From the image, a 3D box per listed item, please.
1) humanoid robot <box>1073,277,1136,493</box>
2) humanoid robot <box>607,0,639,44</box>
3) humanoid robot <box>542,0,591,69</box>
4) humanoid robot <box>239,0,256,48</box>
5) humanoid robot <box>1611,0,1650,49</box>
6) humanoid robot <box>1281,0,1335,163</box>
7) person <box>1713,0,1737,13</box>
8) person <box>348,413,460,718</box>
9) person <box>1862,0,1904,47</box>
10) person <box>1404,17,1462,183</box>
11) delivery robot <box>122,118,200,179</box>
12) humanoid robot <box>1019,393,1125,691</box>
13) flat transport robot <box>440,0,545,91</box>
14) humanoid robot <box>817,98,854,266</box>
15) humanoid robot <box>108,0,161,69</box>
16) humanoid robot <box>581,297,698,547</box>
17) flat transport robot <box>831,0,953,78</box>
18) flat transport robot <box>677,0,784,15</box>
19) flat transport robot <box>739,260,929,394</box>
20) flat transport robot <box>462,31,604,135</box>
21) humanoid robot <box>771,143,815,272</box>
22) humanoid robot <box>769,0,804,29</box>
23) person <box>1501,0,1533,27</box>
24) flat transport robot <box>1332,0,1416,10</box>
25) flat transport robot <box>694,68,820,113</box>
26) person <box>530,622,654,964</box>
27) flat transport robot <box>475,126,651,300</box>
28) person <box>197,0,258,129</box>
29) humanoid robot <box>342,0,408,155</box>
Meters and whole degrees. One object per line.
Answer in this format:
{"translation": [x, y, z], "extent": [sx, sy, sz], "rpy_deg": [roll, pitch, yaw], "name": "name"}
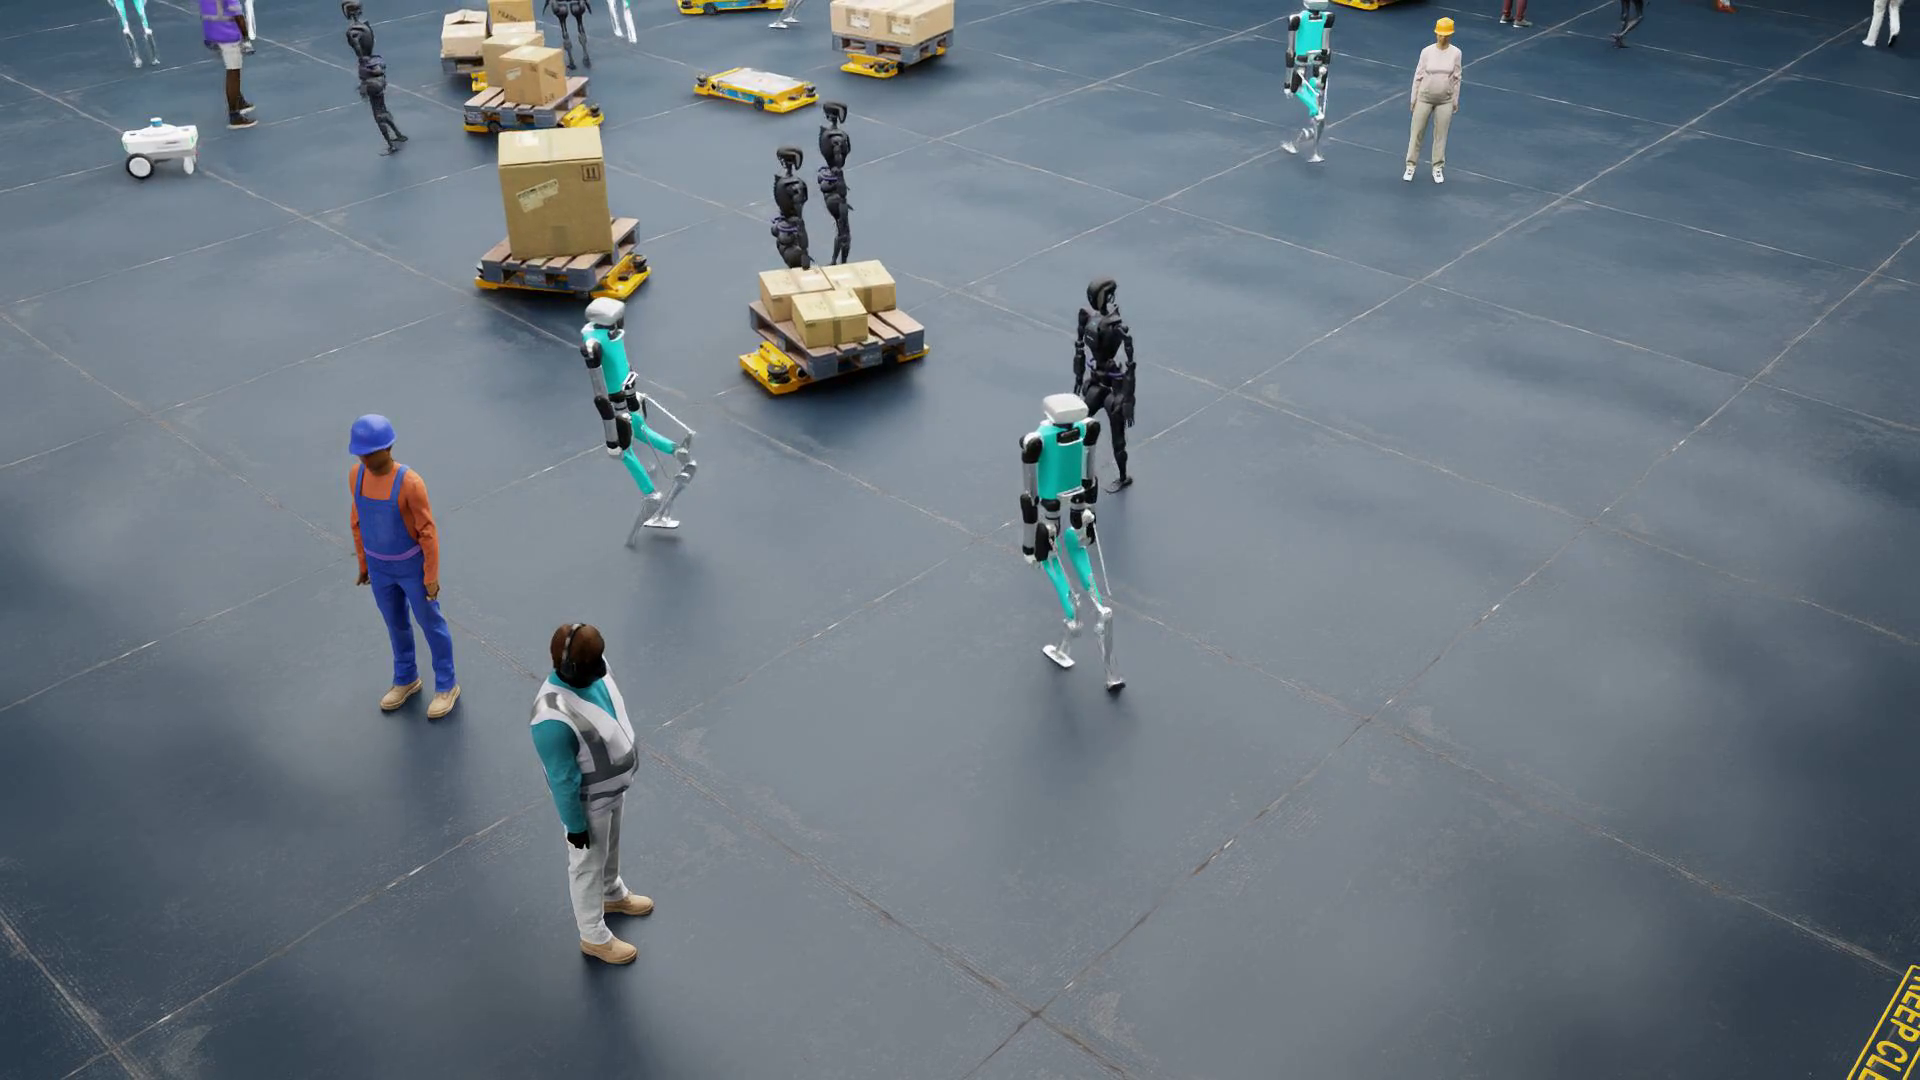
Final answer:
{"translation": [1.004, -1.054, 11.529], "extent": [0.534, 1.639, 0.609], "rpy_deg": [-24, 39, -33], "name": "humanoid robot"}
{"translation": [-4.429, -7.323, 21.570], "extent": [0.548, 1.764, 0.907], "rpy_deg": [-11, 33, -17], "name": "humanoid robot"}
{"translation": [-4.876, -6.680, 20.571], "extent": [0.603, 1.656, 0.337], "rpy_deg": [-11, 34, -18], "name": "humanoid robot"}
{"translation": [-9.377, -7.201, 21.387], "extent": [0.564, 1.804, 0.808], "rpy_deg": [0, 32, 1], "name": "humanoid robot"}
{"translation": [8.586, -7.114, 21.280], "extent": [0.417, 1.648, 0.600], "rpy_deg": [-14, 34, -21], "name": "humanoid robot"}
{"translation": [3.757, -4.763, 17.480], "extent": [0.548, 1.768, 1.040], "rpy_deg": [-12, 34, -19], "name": "humanoid robot"}
{"translation": [10.730, -8.151, 22.814], "extent": [0.537, 1.817, 0.423], "rpy_deg": [-15, 35, -23], "name": "person"}
{"translation": [-3.163, 0.142, 9.370], "extent": [0.515, 1.911, 0.362], "rpy_deg": [9, 33, 14], "name": "person"}
{"translation": [11.990, -7.126, 21.334], "extent": [0.535, 1.624, 0.429], "rpy_deg": [1, 32, 2], "name": "person"}
{"translation": [4.874, -4.511, 17.070], "extent": [0.482, 1.694, 0.335], "rpy_deg": [6, 32, 9], "name": "person"}
{"translation": [-8.457, -4.139, 17.566], "extent": [0.785, 0.614, 0.508], "rpy_deg": [-9, 33, -15], "name": "delivery robot"}
{"translation": [0.736, 0.118, 9.653], "extent": [0.549, 1.856, 0.839], "rpy_deg": [-20, 37, -29], "name": "humanoid robot"}
{"translation": [-5.722, -5.832, 20.546], "extent": [0.659, 0.231, 1.431], "rpy_deg": [-6, 32, -10], "name": "flat transport robot"}
{"translation": [-1.093, -3.127, 14.860], "extent": [0.334, 1.659, 0.608], "rpy_deg": [-6, 32, -9], "name": "humanoid robot"}
{"translation": [-10.340, -6.717, 20.621], "extent": [0.544, 1.816, 0.791], "rpy_deg": [-13, 34, -21], "name": "humanoid robot"}
{"translation": [-2.038, -0.719, 10.970], "extent": [0.746, 1.840, 0.544], "rpy_deg": [4, 32, 7], "name": "humanoid robot"}
{"translation": [-0.829, -6.134, 21.032], "extent": [0.659, 0.231, 1.431], "rpy_deg": [18, 36, 26], "name": "flat transport robot"}
{"translation": [-3.242, -7.607, 23.403], "extent": [1.431, 0.231, 0.659], "rpy_deg": [-8, 33, -12], "name": "flat transport robot"}
{"translation": [-1.032, -1.558, 13.662], "extent": [1.431, 0.231, 0.659], "rpy_deg": [-18, 36, -27], "name": "flat transport robot"}
{"translation": [-4.837, -4.787, 18.863], "extent": [1.431, 0.231, 0.659], "rpy_deg": [6, 32, 9], "name": "flat transport robot"}
{"translation": [-1.376, -2.485, 13.813], "extent": [0.325, 1.647, 0.614], "rpy_deg": [-11, 34, -18], "name": "humanoid robot"}
{"translation": [-2.277, -7.698, 22.109], "extent": [0.680, 1.750, 0.545], "rpy_deg": [15, 35, 23], "name": "humanoid robot"}
{"translation": [7.605, -7.820, 22.291], "extent": [0.381, 1.806, 0.550], "rpy_deg": [-16, 35, -23], "name": "person"}
{"translation": [6.045, -7.829, 23.761], "extent": [1.431, 0.231, 0.659], "rpy_deg": [-22, 38, -31], "name": "flat transport robot"}
{"translation": [-2.422, -5.365, 19.793], "extent": [1.431, 0.231, 0.659], "rpy_deg": [21, 38, 30], "name": "flat transport robot"}
{"translation": [-1.707, 1.161, 7.796], "extent": [0.429, 1.839, 0.632], "rpy_deg": [4, 32, 6], "name": "person"}
{"translation": [-3.590, -2.441, 15.085], "extent": [1.431, 0.231, 0.659], "rpy_deg": [7, 32, 11], "name": "flat transport robot"}
{"translation": [-8.257, -5.673, 18.723], "extent": [0.724, 1.922, 0.752], "rpy_deg": [15, 35, 22], "name": "person"}
{"translation": [-6.288, -4.984, 17.852], "extent": [0.393, 1.645, 0.591], "rpy_deg": [-3, 32, -5], "name": "humanoid robot"}
